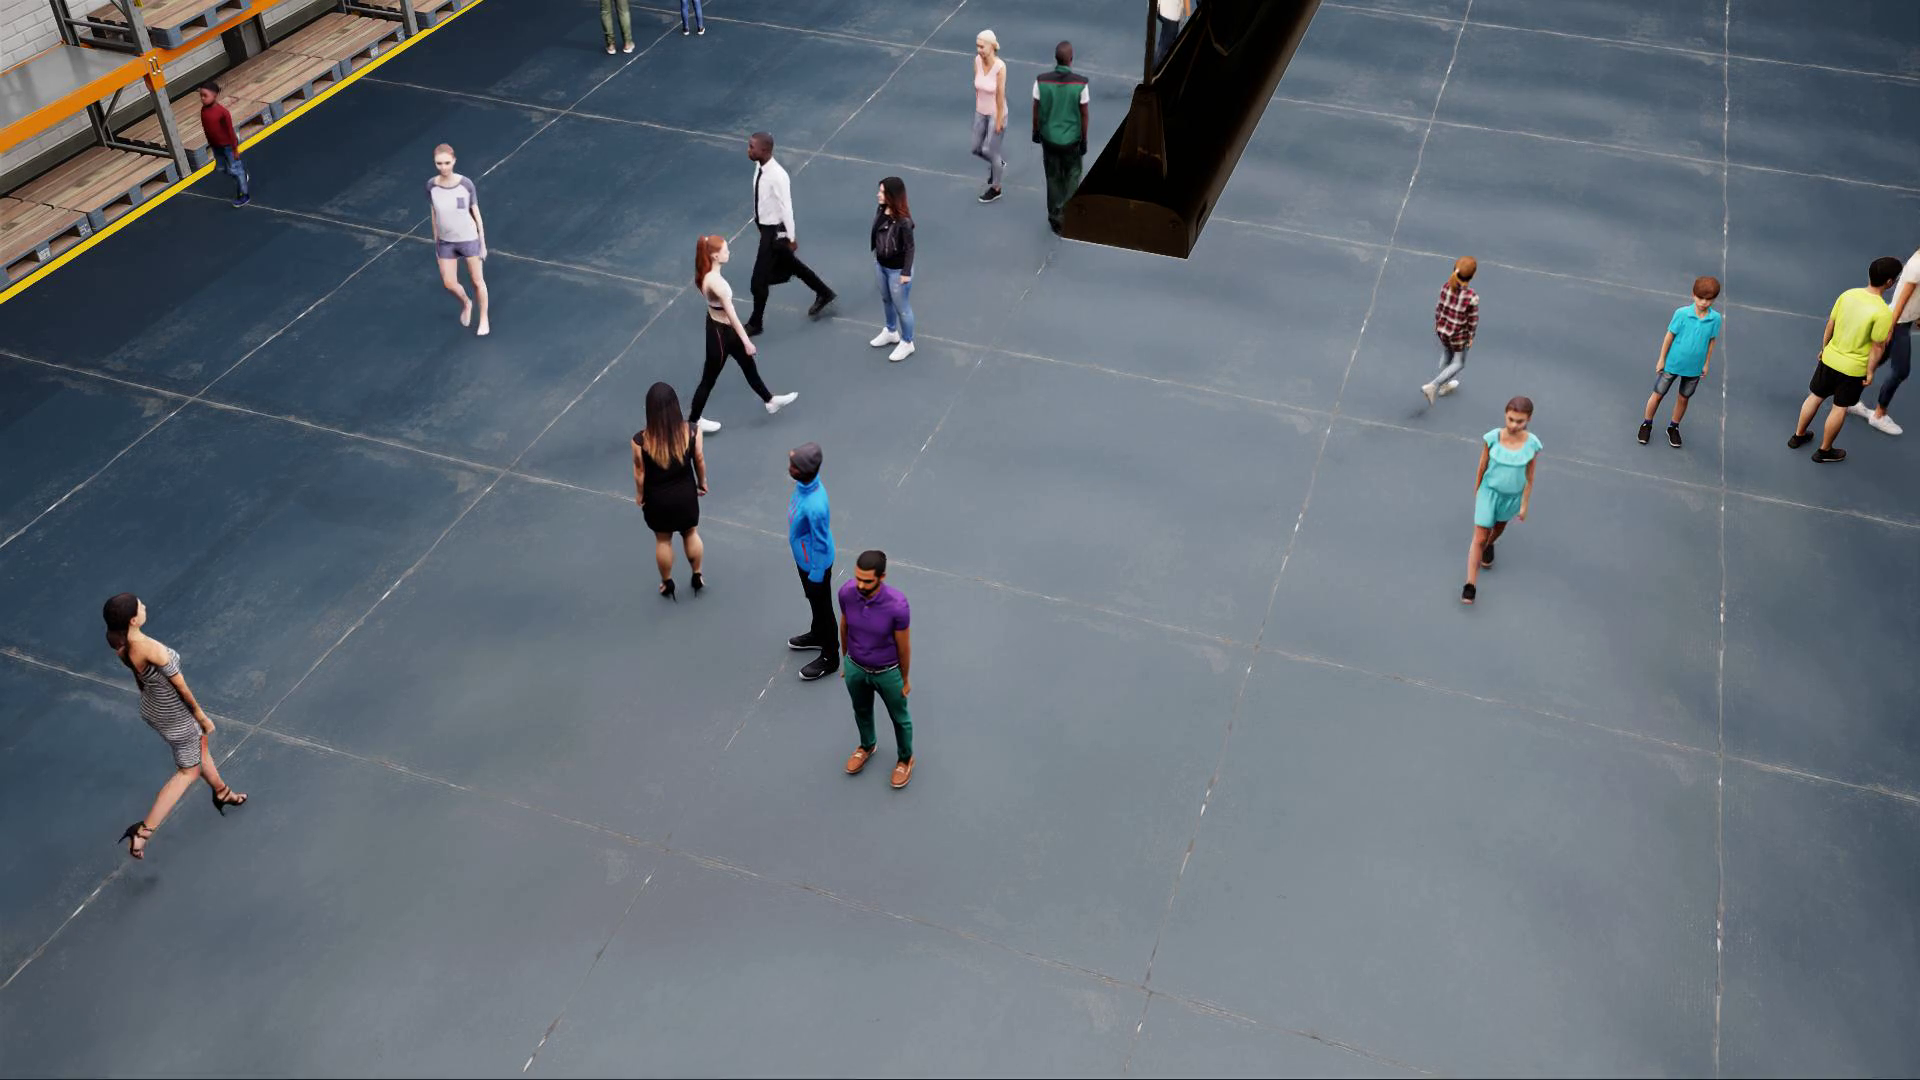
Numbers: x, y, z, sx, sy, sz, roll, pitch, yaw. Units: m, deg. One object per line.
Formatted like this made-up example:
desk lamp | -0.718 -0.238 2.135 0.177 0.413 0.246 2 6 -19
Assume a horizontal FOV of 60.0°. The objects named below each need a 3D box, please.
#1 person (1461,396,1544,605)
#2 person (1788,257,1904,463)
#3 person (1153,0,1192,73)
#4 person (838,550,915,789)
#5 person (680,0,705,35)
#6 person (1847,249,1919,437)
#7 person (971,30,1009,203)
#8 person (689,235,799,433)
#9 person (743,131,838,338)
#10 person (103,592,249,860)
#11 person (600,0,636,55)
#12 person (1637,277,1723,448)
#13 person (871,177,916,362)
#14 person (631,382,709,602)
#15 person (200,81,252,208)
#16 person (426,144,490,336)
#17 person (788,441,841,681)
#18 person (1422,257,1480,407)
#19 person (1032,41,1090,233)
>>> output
person | 3.781 -0.357 11.569 0.574 1.515 1.054 11 40 14
person | 6.778 -1.387 12.705 0.739 1.707 0.688 -18 42 -21
person | 2.192 -5.723 18.084 0.877 1.772 0.817 -16 41 -19
person | -0.492 0.746 9.989 0.614 1.765 0.537 15 41 18
person | -3.210 -6.554 19.654 0.503 1.110 0.541 -1 39 -2
person | 7.284 -1.728 13.059 0.782 1.799 0.752 25 45 28
person | 0.359 -4.154 16.170 0.706 1.708 0.809 28 46 30
person | -1.951 -1.533 12.895 1.070 1.698 1.148 -9 39 -11
person | -1.485 -2.626 14.197 1.301 1.783 1.205 -20 43 -23
person | -4.590 1.088 9.535 0.823 1.797 1.102 26 45 29
person | -4.001 -6.415 19.045 0.643 1.653 0.655 -6 39 -7
person | 5.630 -1.399 12.927 0.550 1.449 0.511 7 39 9
person | -0.549 -2.287 13.892 0.753 1.634 0.721 -22 44 -25
person | -1.962 -0.300 11.344 0.746 1.708 0.805 -16 41 -19
person | -7.131 -3.891 16.211 0.502 1.245 0.584 13 40 16
person | -4.246 -2.591 14.174 0.701 1.755 0.734 -2 39 -2
person | -0.936 0.114 10.757 0.758 1.794 0.679 -12 40 -15
person | 3.956 -1.669 13.388 0.860 1.296 0.754 -25 45 -28
person | 0.931 -3.713 15.521 0.749 1.828 0.716 7 39 9
